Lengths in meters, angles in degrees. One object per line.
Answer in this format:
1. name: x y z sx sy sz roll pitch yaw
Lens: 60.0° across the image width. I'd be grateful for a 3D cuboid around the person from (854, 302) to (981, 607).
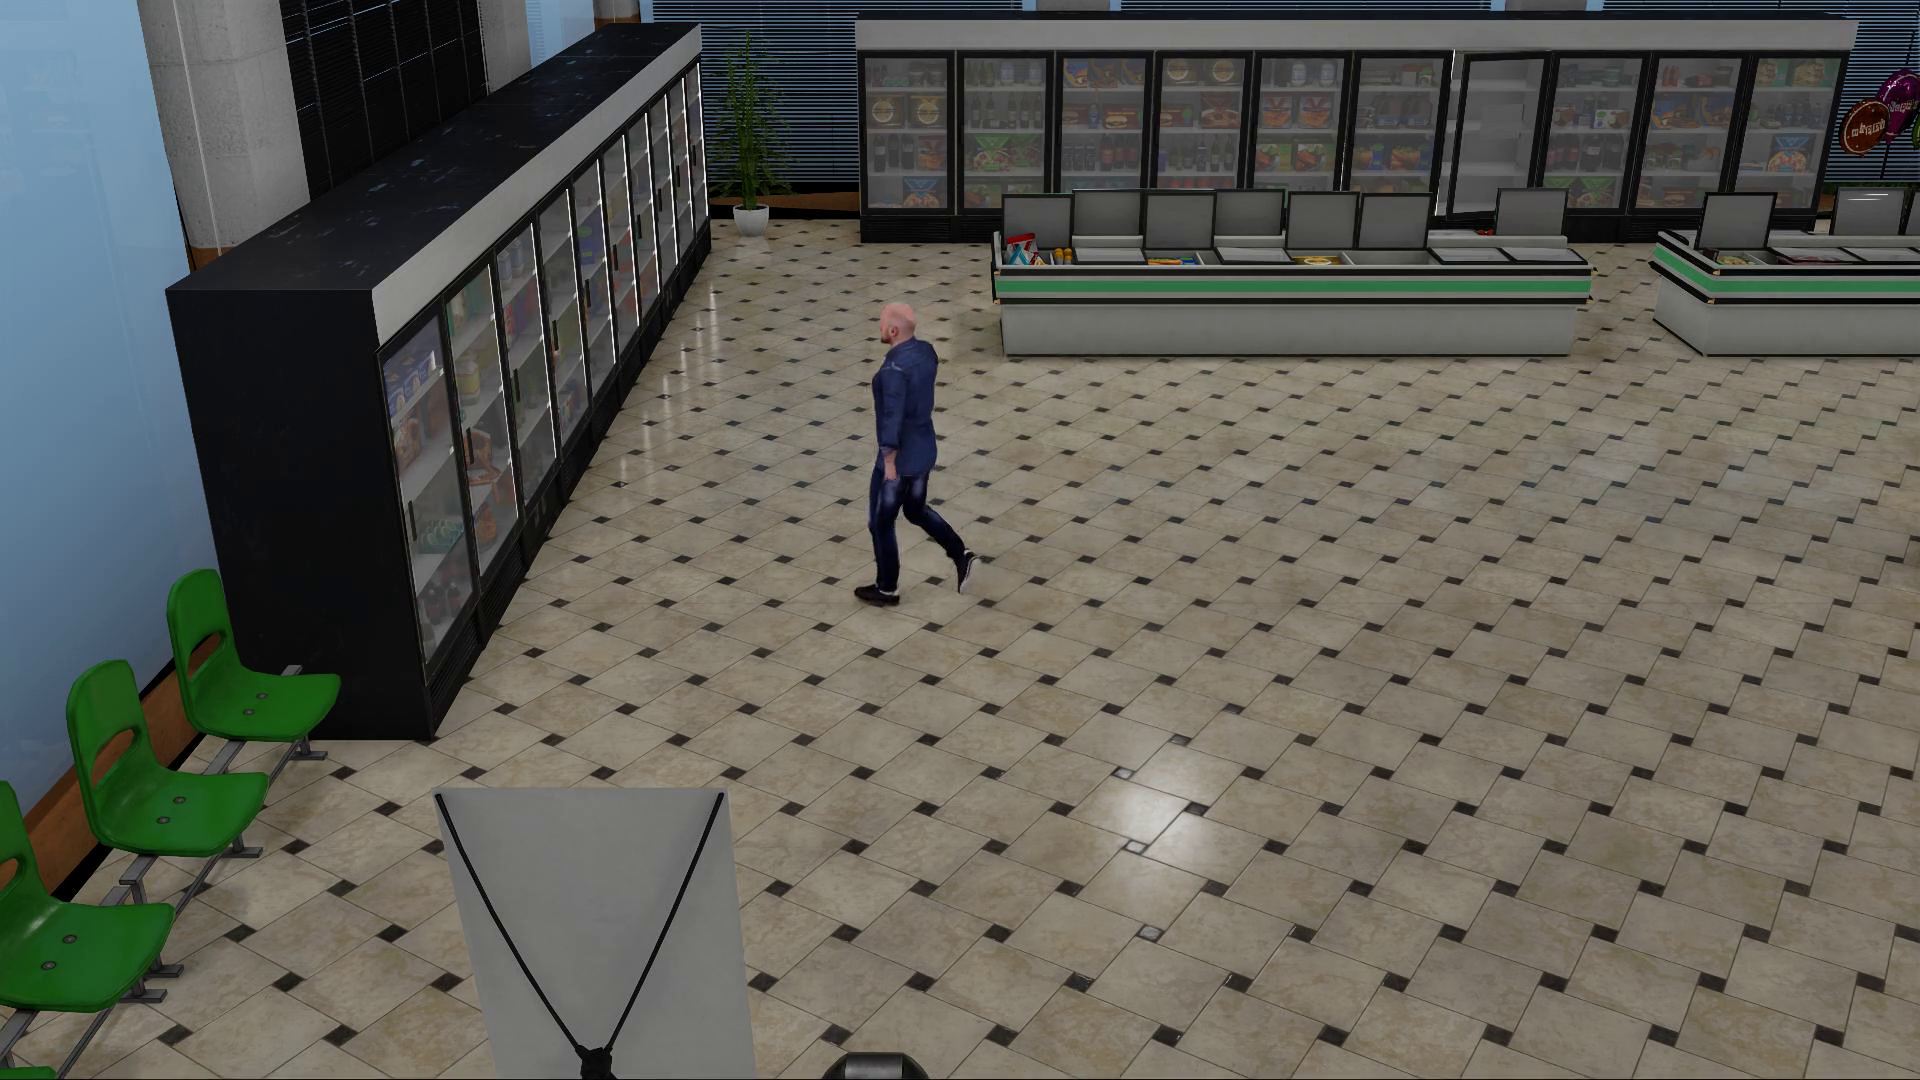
1. person: -0.255 -0.446 9.328 1.118 1.808 0.967 10 26 22
